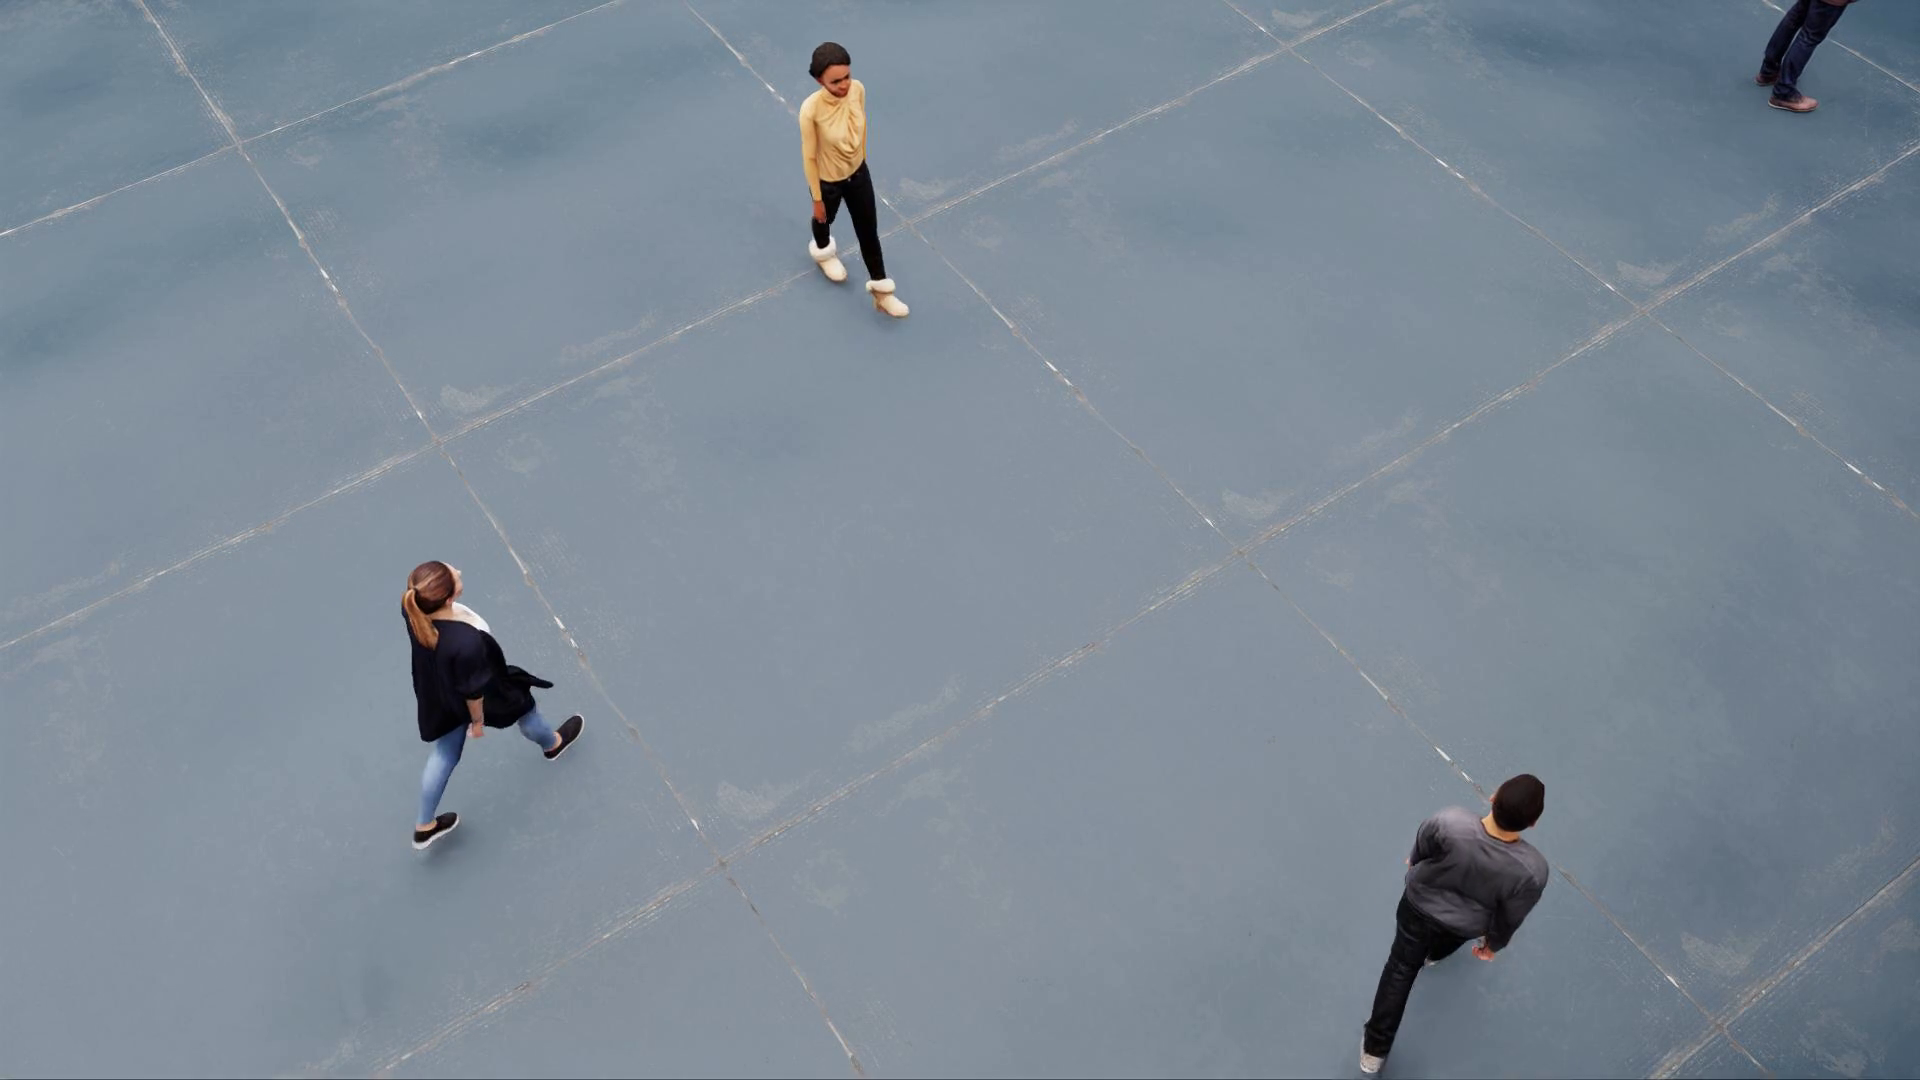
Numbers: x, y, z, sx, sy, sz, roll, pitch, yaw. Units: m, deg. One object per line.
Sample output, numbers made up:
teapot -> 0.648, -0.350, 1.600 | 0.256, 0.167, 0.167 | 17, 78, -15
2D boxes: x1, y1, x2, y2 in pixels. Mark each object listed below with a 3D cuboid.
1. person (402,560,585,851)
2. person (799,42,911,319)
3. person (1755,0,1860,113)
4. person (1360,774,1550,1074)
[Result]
person -> -2.107, 0.690, 6.840 | 1.167, 1.641, 0.958 | 29, 58, 21
person -> -0.701, -1.987, 8.927 | 0.593, 1.620, 1.029 | -29, 58, -21
person -> 5.226, -3.434, 9.905 | 0.930, 1.844, 0.835 | 1, 52, 1
person -> 1.807, 1.420, 6.217 | 1.143, 1.733, 1.038 | 20, 55, 15
